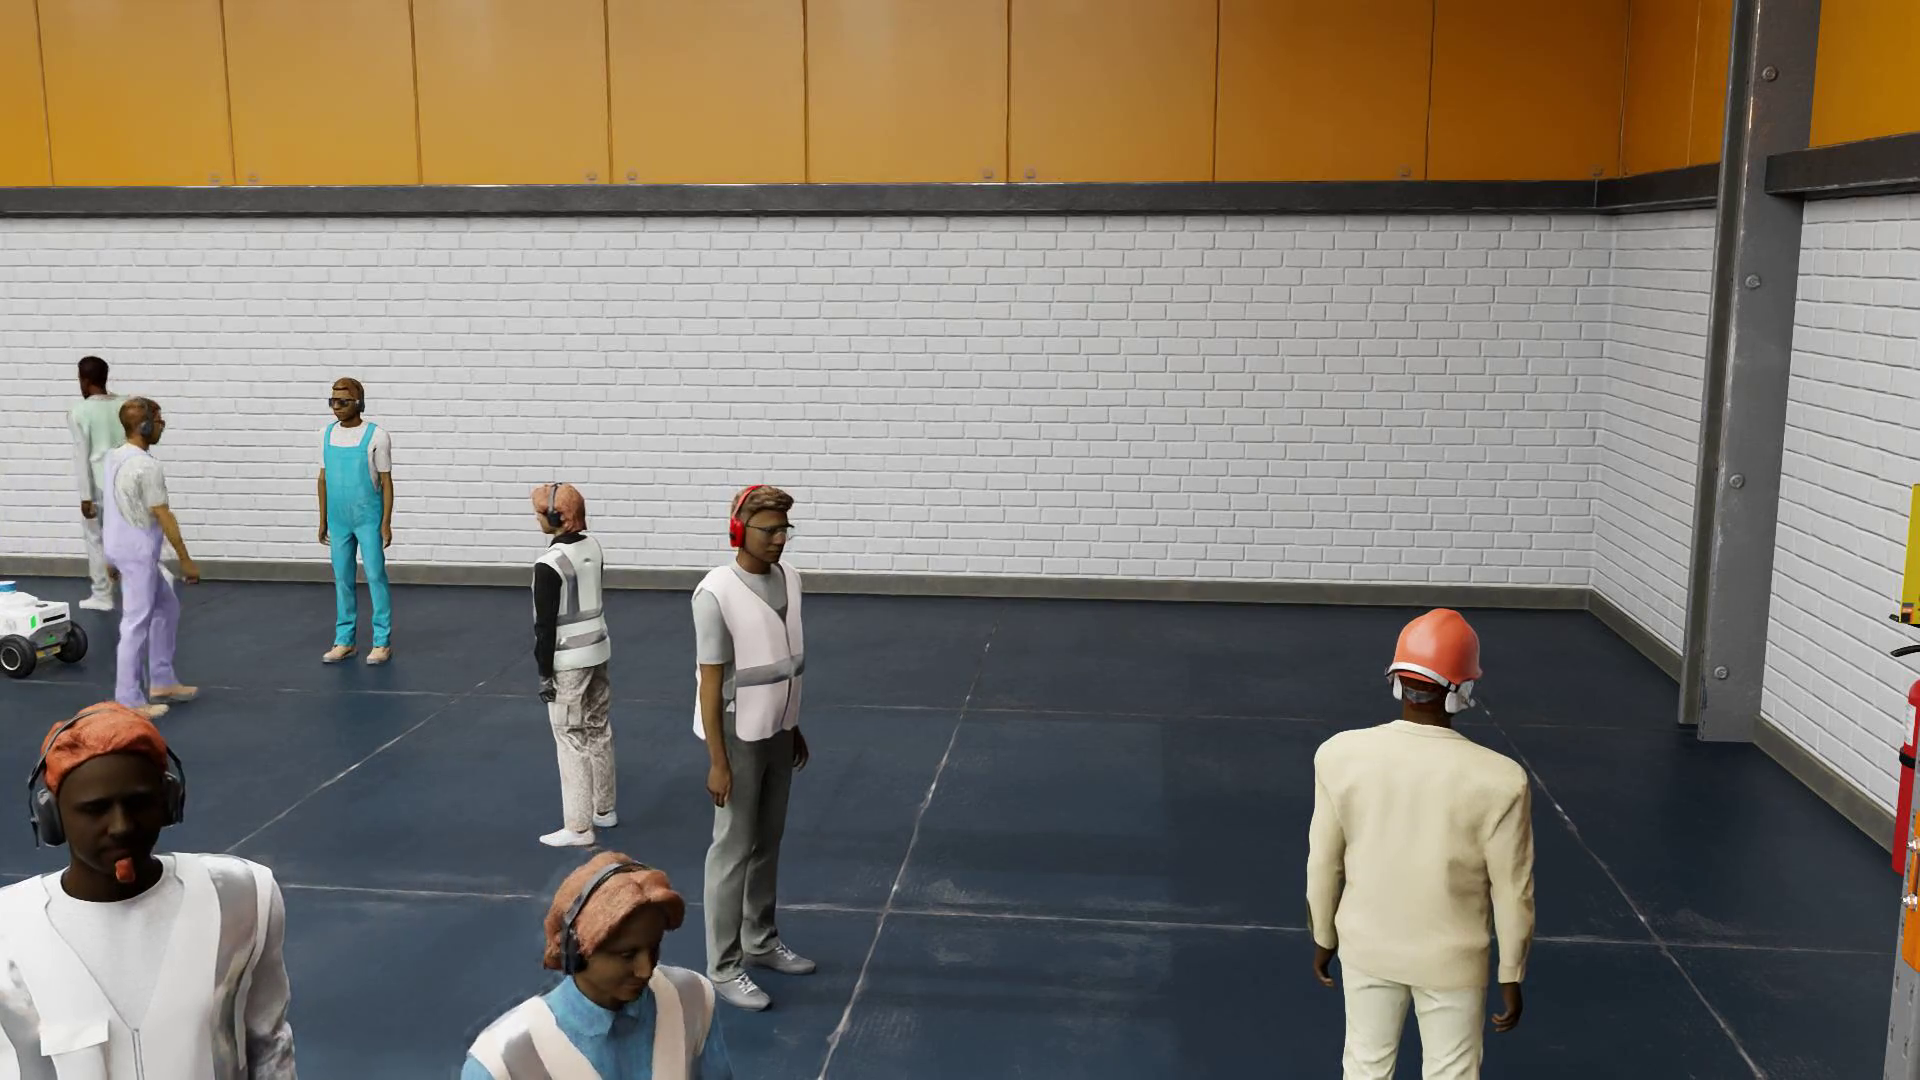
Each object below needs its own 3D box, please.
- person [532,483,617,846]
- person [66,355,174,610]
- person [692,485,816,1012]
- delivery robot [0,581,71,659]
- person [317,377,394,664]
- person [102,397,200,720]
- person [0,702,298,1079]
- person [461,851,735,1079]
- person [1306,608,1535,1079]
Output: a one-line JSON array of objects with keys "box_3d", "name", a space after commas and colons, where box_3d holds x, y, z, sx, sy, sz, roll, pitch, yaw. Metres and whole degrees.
[{"box_3d": [-1.730, 0.552, 7.431, 0.316, 1.629, 0.508, 3, 10, 17], "name": "person"}, {"box_3d": [-6.156, -0.400, 12.107, 0.781, 1.892, 0.599, 4, 11, 23], "name": "person"}, {"box_3d": [-0.746, 0.711, 5.908, 0.374, 1.840, 0.569, 5, 11, 24], "name": "person"}, {"box_3d": [-6.009, 0.503, 10.516, 0.707, 0.478, 0.477, 3, 10, 16], "name": "delivery robot"}, {"box_3d": [-3.874, -0.119, 10.654, 0.504, 1.847, 0.345, 1, 10, 8], "name": "person"}, {"box_3d": [-4.565, 0.105, 9.430, 0.519, 1.819, 0.682, 10, 14, 44], "name": "person"}, {"box_3d": [-1.447, 1.210, 2.936, 0.573, 1.884, 0.355, -7, 12, -36], "name": "person"}, {"box_3d": [-0.558, 1.345, 2.901, 0.718, 1.616, 0.534, 9, 13, 42], "name": "person"}, {"box_3d": [1.184, 1.038, 4.289, 0.575, 1.749, 0.336, 6, 11, 30], "name": "person"}]
